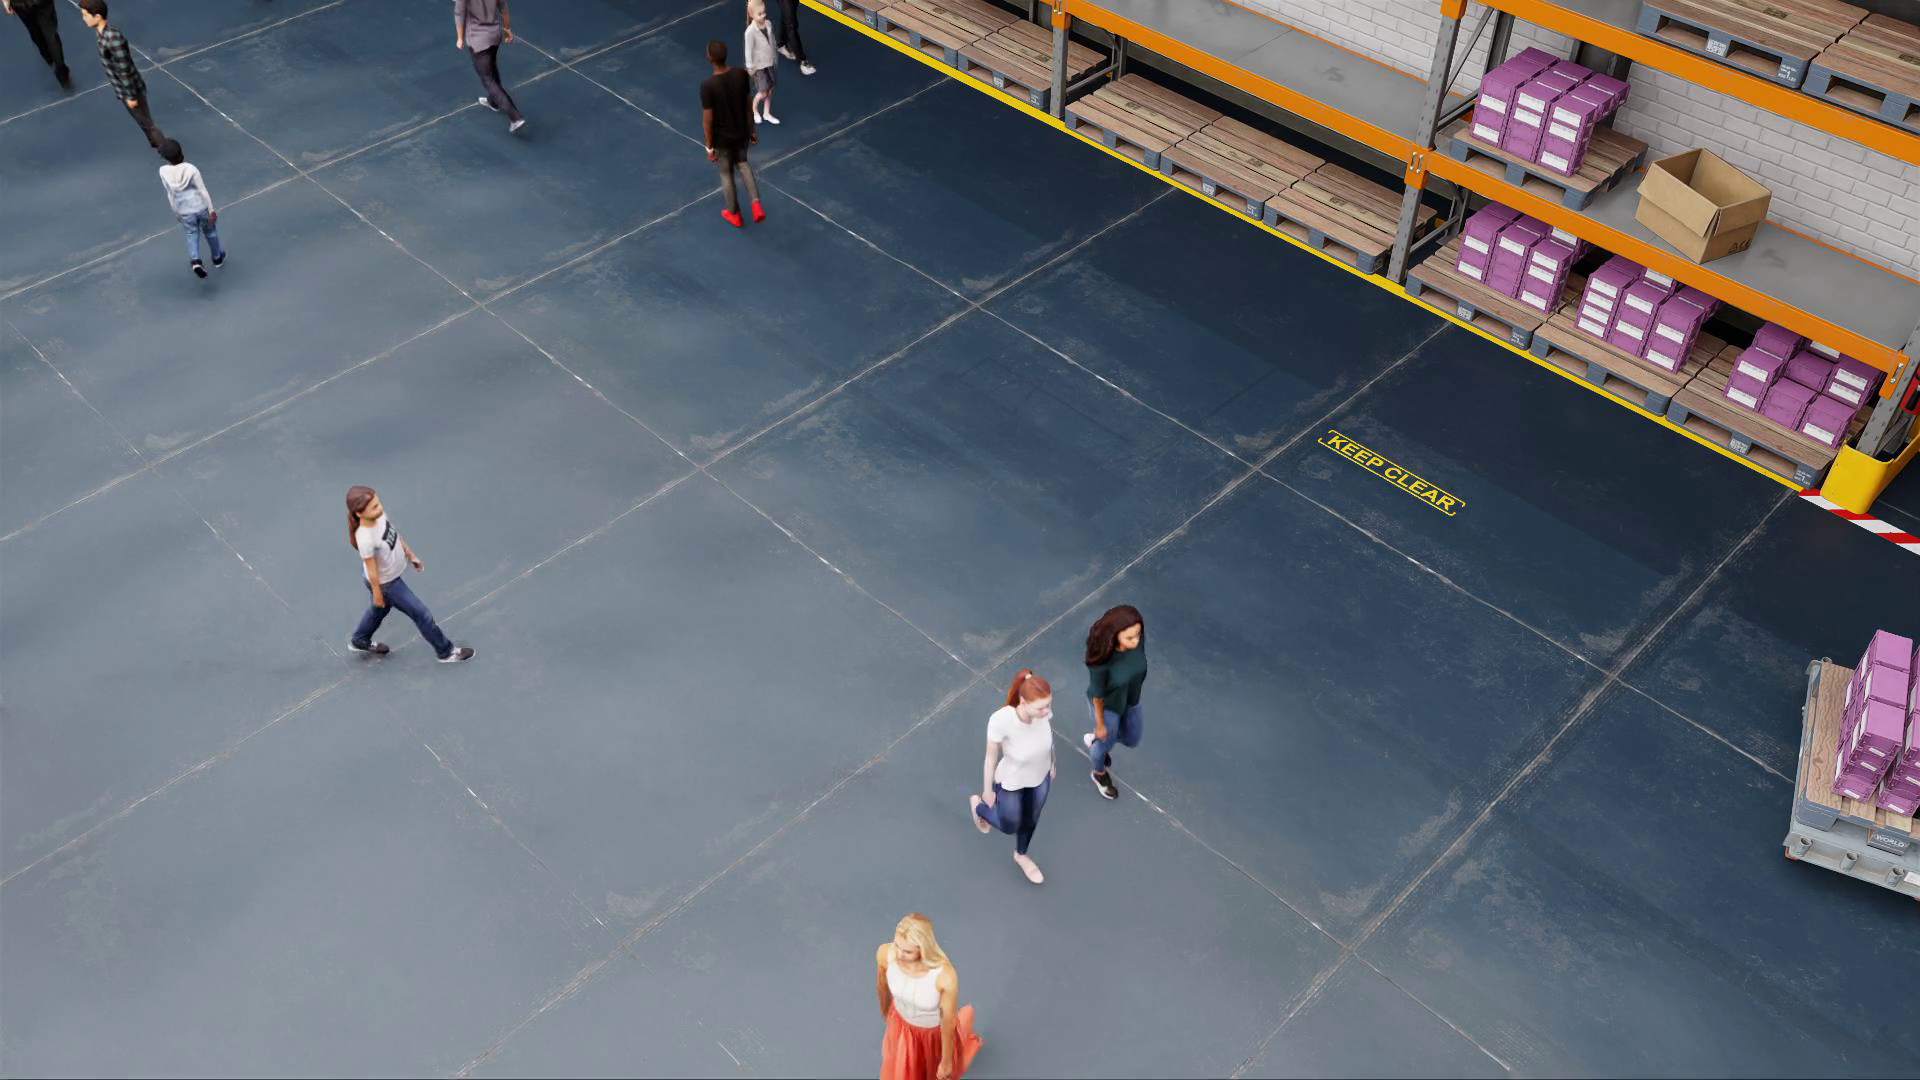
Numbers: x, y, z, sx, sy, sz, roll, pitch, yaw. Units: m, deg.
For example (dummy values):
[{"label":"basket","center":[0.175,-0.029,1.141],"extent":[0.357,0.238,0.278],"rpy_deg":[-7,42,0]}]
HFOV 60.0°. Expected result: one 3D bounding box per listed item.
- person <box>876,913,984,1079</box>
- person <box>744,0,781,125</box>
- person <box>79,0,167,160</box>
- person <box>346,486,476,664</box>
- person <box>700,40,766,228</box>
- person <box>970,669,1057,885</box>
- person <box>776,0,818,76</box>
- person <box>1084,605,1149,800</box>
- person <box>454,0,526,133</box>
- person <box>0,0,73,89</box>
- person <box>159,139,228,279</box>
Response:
[{"label":"person","center":[-0.134,2.380,8.334],"extent":[1.147,1.772,0.953],"rpy_deg":[18,46,18]},{"label":"person","center":[-1.947,-4.633,16.060],"extent":[0.574,1.269,0.526],"rpy_deg":[30,51,28]},{"label":"person","center":[-7.775,-4.259,15.533],"extent":[0.744,1.702,0.552],"rpy_deg":[-29,51,-27]},{"label":"person","center":[-3.781,0.241,10.760],"extent":[1.024,1.523,1.043],"rpy_deg":[-4,44,-5]},{"label":"person","center":[-1.948,-3.474,14.464],"extent":[0.726,1.794,0.862],"rpy_deg":[-25,49,-24]},{"label":"person","center":[0.286,1.299,9.507],"extent":[0.699,1.719,0.878],"rpy_deg":[-28,50,-26]},{"label":"person","center":[-1.786,-5.637,16.780],"extent":[0.657,1.729,1.033],"rpy_deg":[-32,52,-29]},{"label":"person","center":[0.866,0.927,9.983],"extent":[0.645,1.602,0.714],"rpy_deg":[-25,49,-24]},{"label":"person","center":[-4.480,-4.767,15.797],"extent":[1.149,1.826,0.752],"rpy_deg":[29,51,27]},{"label":"person","center":[-9.191,-5.314,16.459],"extent":[0.977,1.706,1.270],"rpy_deg":[-16,46,-16]},{"label":"person","center":[-6.546,-2.804,14.156],"extent":[0.712,1.248,0.807],"rpy_deg":[-5,44,-5]}]
